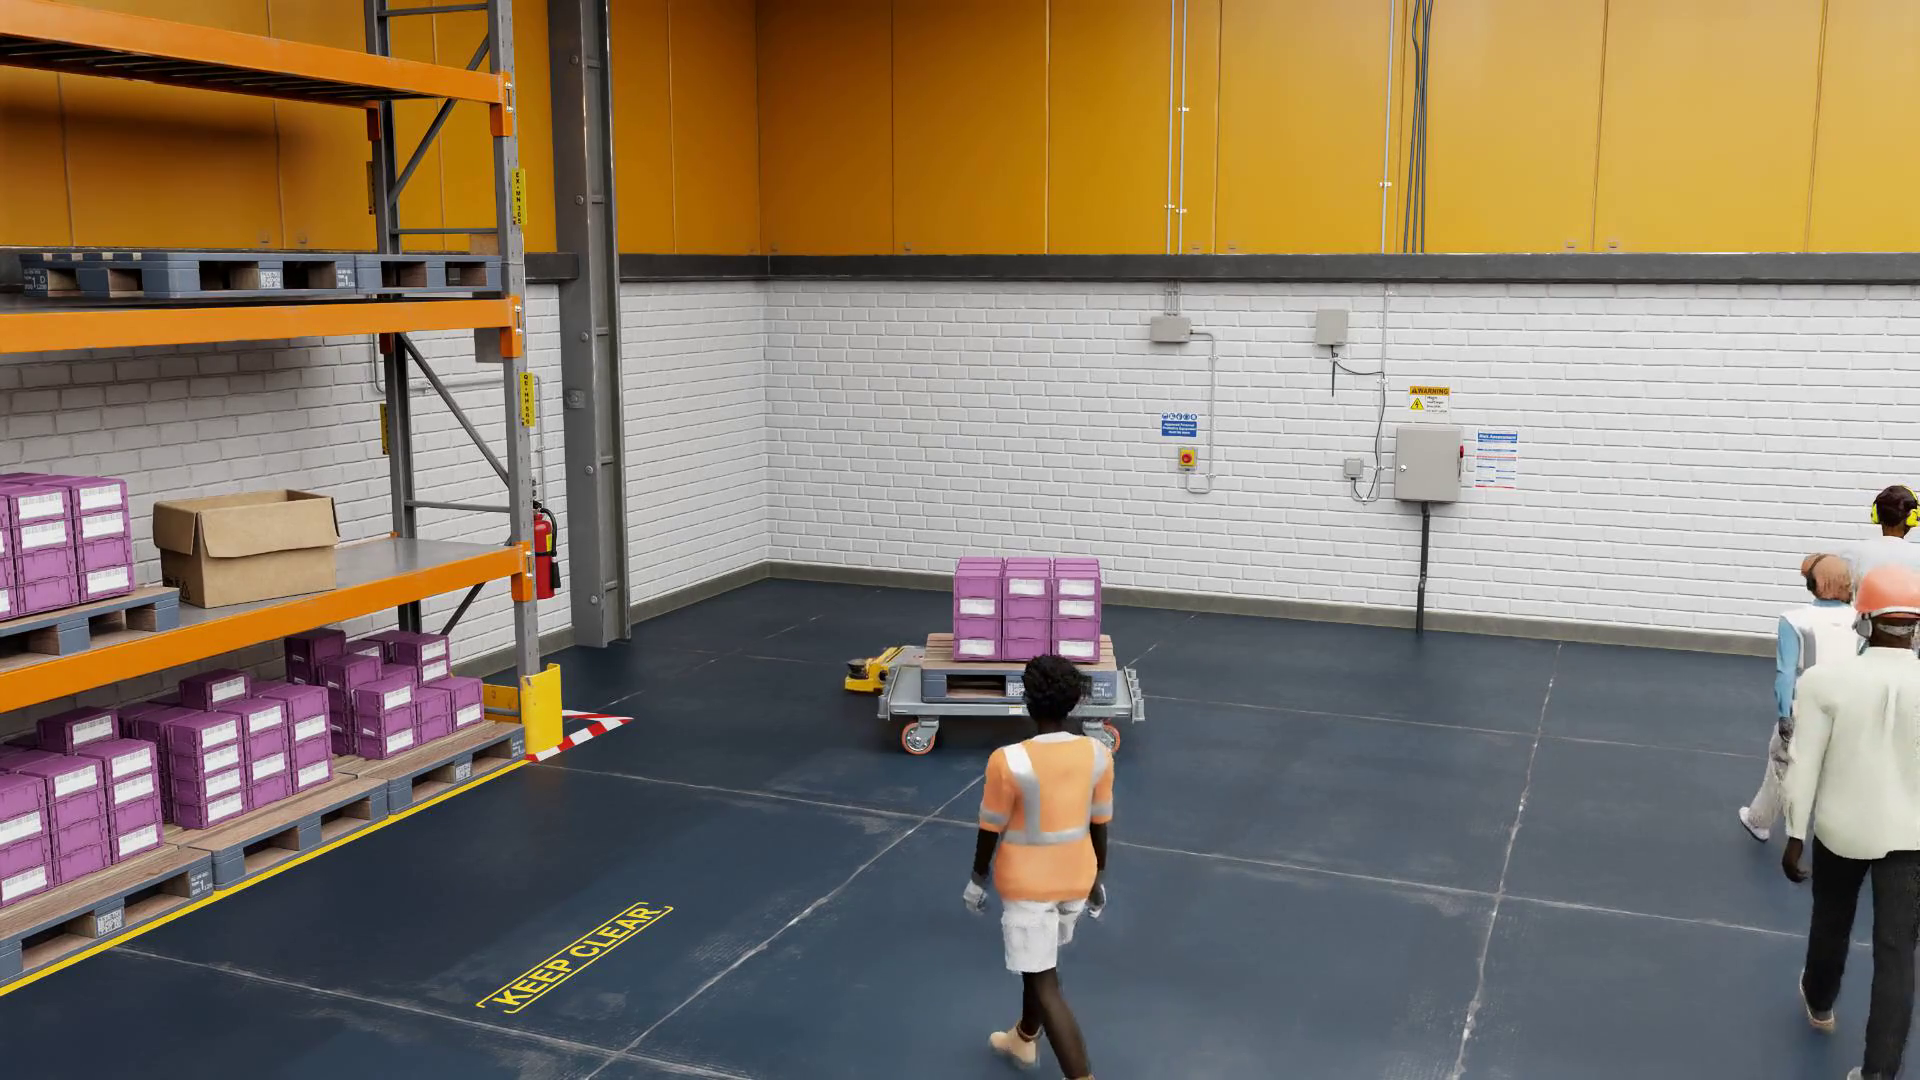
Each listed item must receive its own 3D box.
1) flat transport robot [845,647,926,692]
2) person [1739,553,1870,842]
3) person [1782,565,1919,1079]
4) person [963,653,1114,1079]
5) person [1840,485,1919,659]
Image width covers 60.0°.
[{"bbox_3d":[-0.049,0.941,11.930,1.431,0.197,0.652,2,10,13],"label":"flat transport robot"},{"bbox_3d":[4.330,0.863,8.422,0.521,1.595,0.858,0,9,1],"label":"person"},{"bbox_3d":[3.408,1.052,6.199,0.648,1.938,1.043,3,10,20],"label":"person"},{"bbox_3d":[0.327,1.231,5.963,0.527,1.663,0.841,-7,11,-35],"label":"person"},{"bbox_3d":[5.009,0.627,9.024,0.520,1.865,0.328,8,12,40],"label":"person"}]
